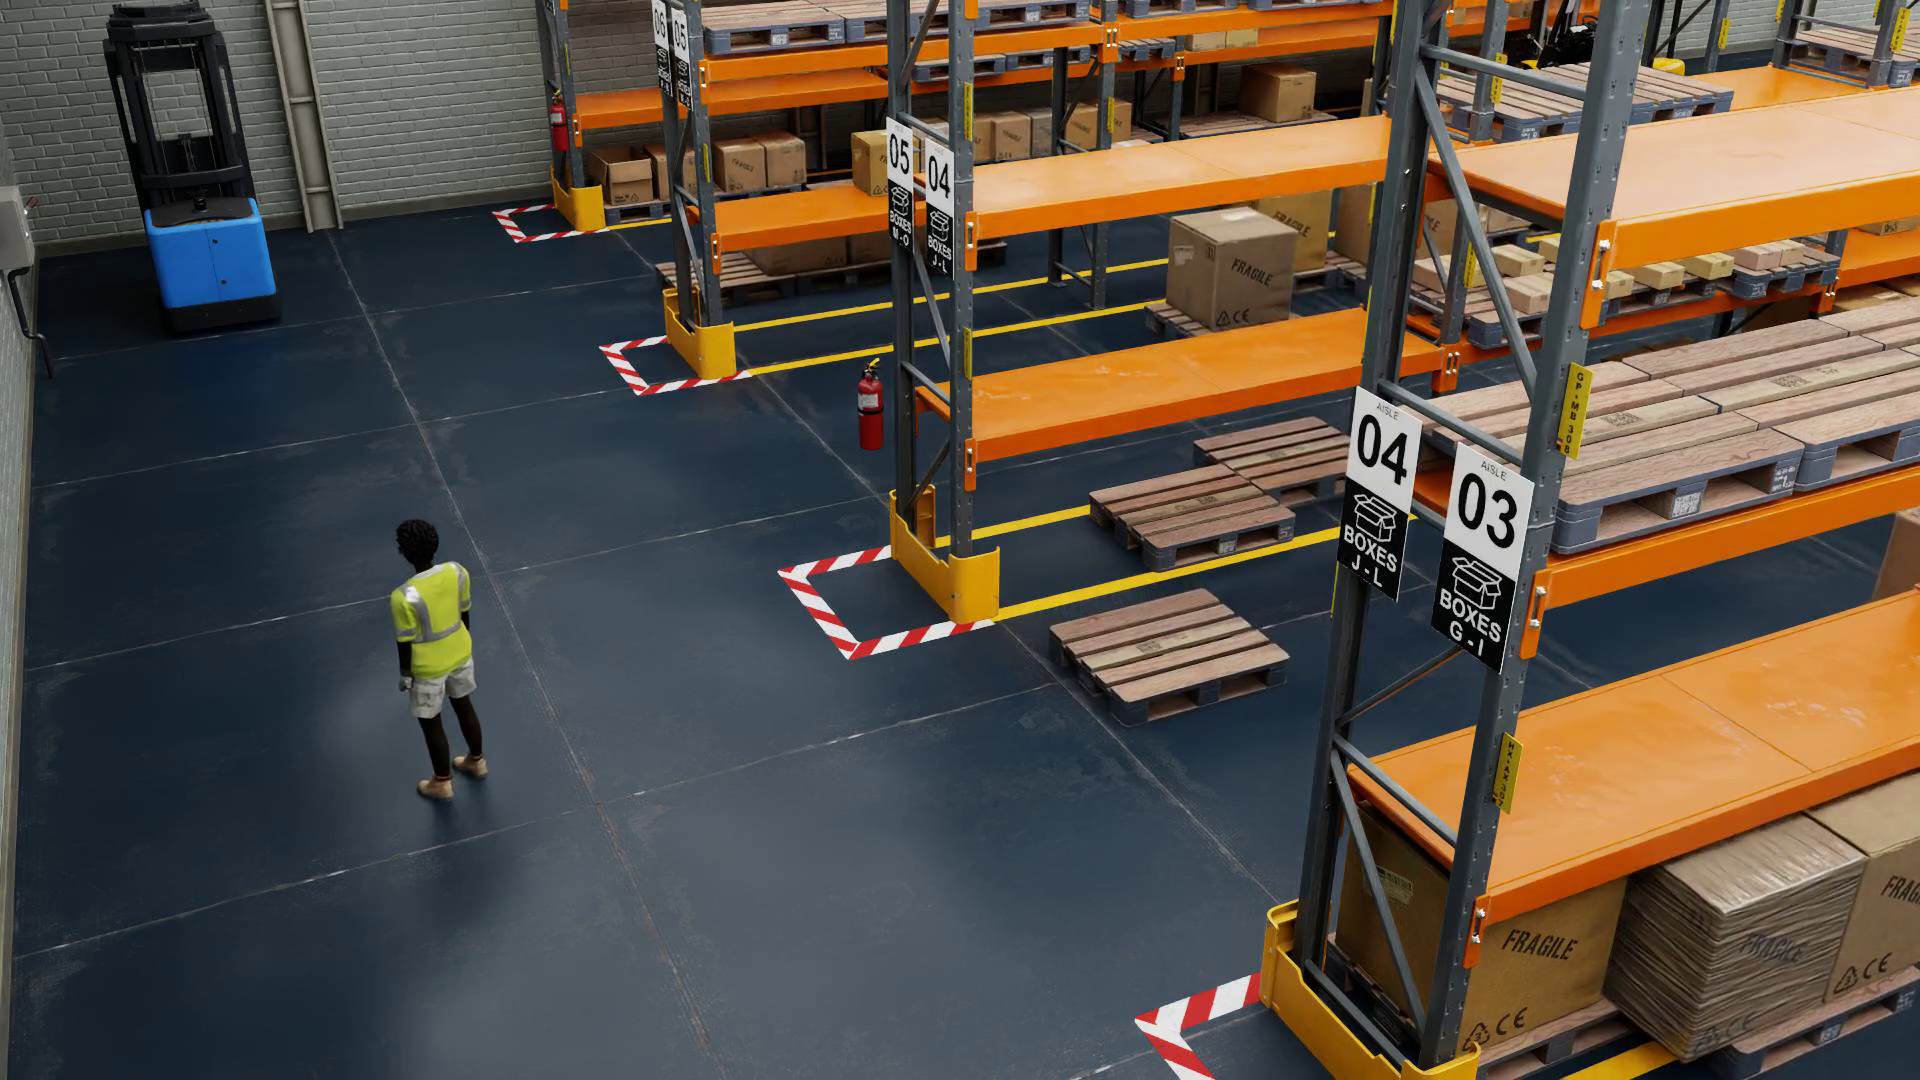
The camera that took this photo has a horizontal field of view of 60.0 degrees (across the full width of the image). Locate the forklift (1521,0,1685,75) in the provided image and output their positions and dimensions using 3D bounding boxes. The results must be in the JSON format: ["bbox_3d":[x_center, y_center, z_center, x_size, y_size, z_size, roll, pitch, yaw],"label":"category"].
[{"bbox_3d":[8.950,-6.807,23.056,1.214,2.155,2.313,-12,30,-22],"label":"forklift"}]

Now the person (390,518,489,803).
[{"bbox_3d":[-2.910,0.663,9.290,0.320,1.685,0.540,14,31,25],"label":"person"}]

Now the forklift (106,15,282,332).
[{"bbox_3d":[-7.548,-3.672,16.323,1.129,2.768,1.873,-12,30,-22],"label":"forklift"}]
